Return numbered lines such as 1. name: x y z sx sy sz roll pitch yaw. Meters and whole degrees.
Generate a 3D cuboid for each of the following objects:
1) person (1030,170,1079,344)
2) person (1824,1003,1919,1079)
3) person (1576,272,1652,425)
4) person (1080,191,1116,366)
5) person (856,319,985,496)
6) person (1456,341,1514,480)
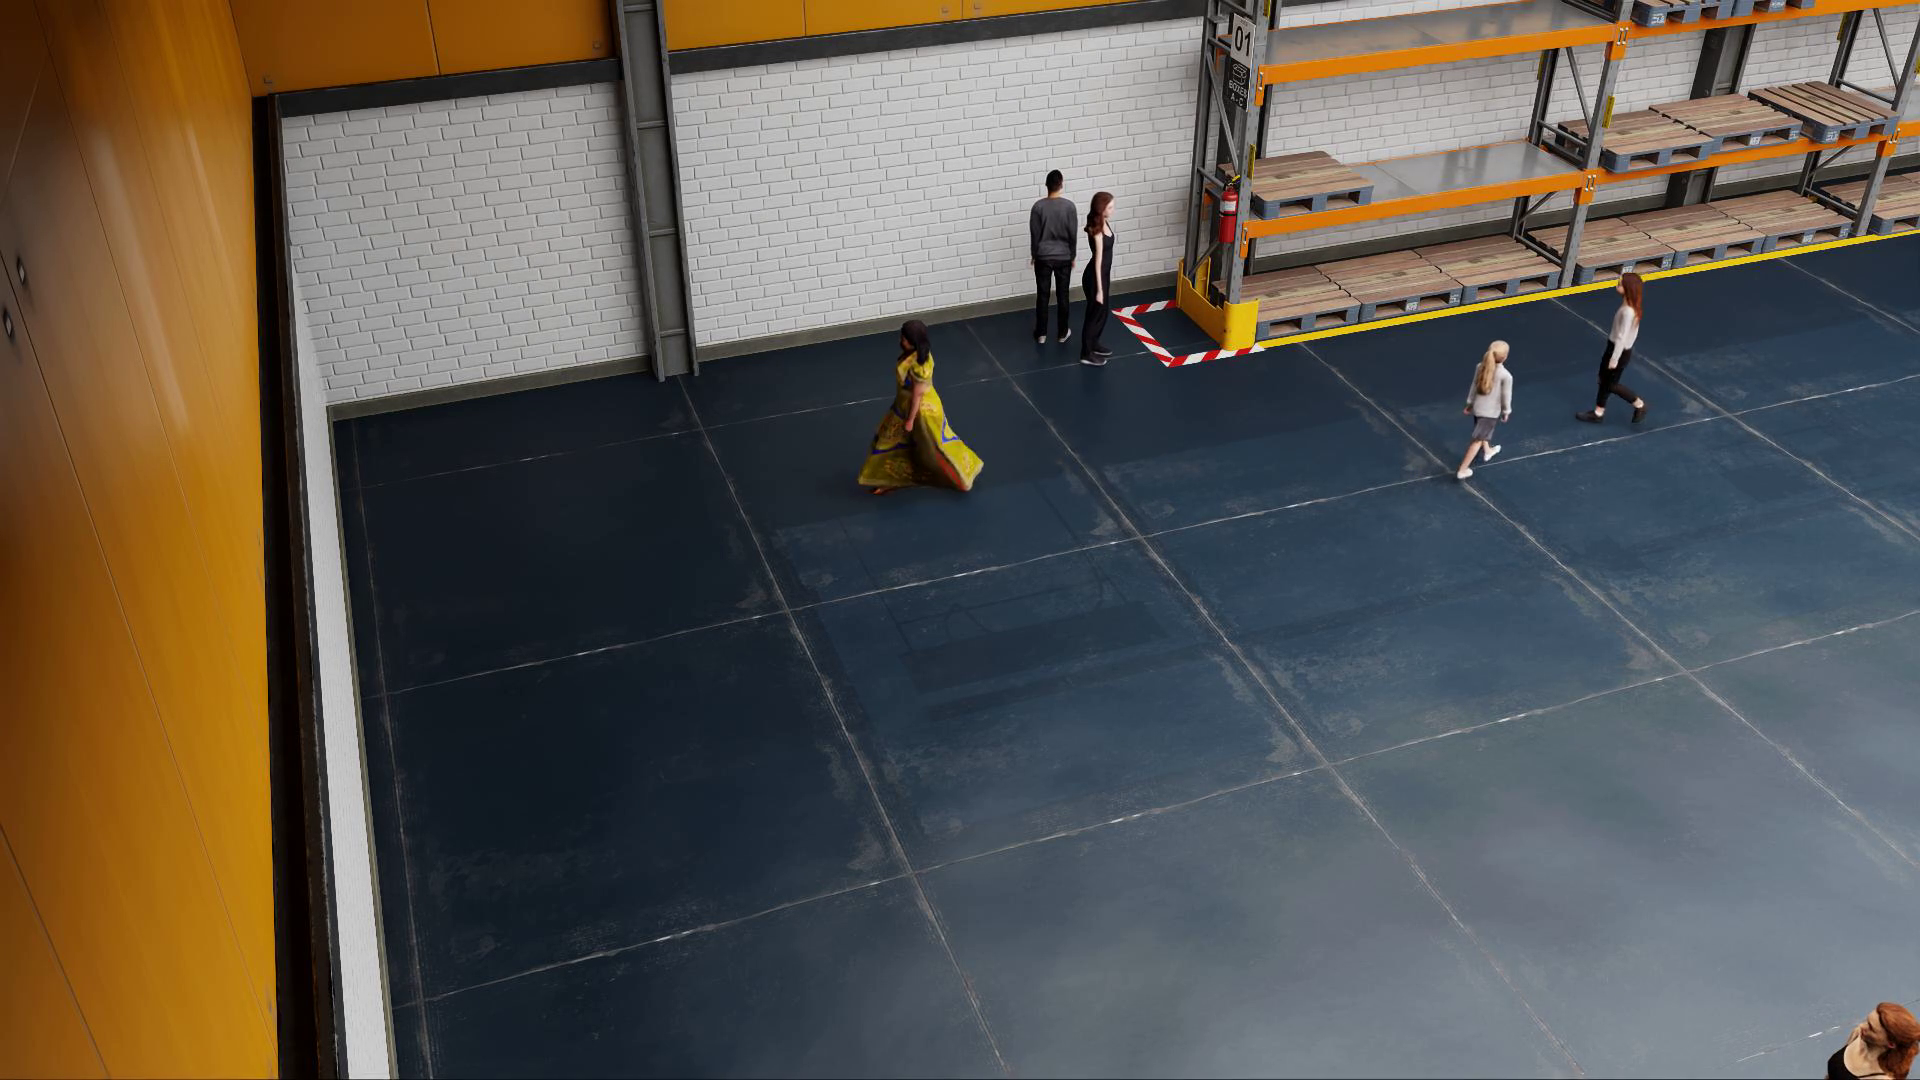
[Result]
1. person: 0.910 -2.757 16.210 0.606 1.761 0.749 1 34 1
2. person: 4.244 2.804 7.966 0.700 1.624 0.673 4 34 7
3. person: 5.947 -1.669 14.834 0.928 1.471 0.825 8 34 12
4. person: 1.293 -2.499 15.839 0.700 1.741 0.678 7 34 10
5. person: -0.256 -1.060 13.788 1.340 1.615 0.783 -9 35 -13
6. person: 4.453 -1.090 14.168 0.950 1.244 0.697 -23 40 -31
